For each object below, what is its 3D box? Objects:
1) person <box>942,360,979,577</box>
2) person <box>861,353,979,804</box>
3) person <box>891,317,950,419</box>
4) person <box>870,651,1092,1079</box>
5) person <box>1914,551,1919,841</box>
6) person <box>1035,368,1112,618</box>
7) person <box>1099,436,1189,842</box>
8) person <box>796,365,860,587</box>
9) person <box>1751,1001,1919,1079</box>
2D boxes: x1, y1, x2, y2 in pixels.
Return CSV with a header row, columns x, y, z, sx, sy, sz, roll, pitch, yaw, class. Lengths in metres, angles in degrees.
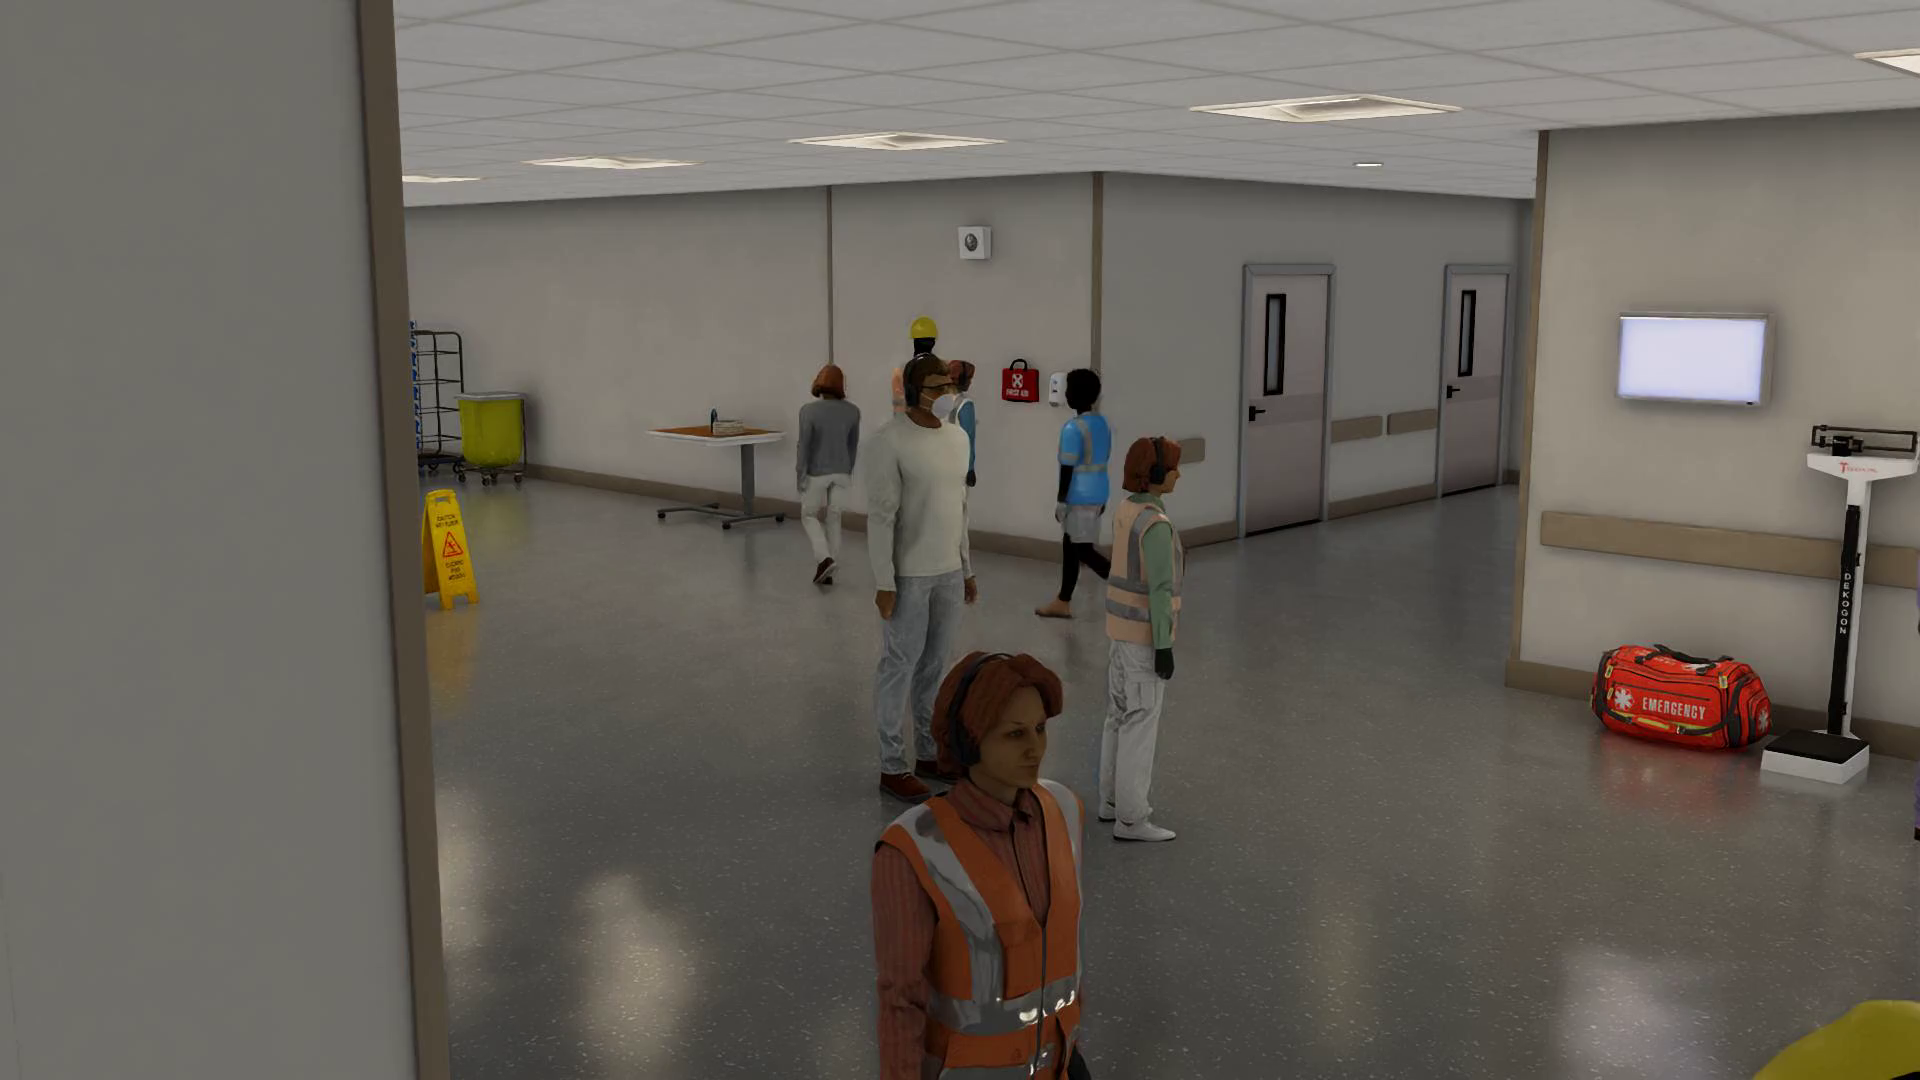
x,y,z,sx,sy,sz,roll,pitch,yaw,class
-0.049,-0.526,12.412,0.324,1.630,0.502,-5,11,-28,person
-0.157,0.155,7.274,0.370,1.940,0.627,8,12,39,person
-0.273,-0.774,13.003,0.586,1.928,0.364,-5,10,-27,person
0.047,1.001,2.995,0.312,1.642,0.512,9,13,43,person
4.079,0.303,6.498,0.399,1.903,0.650,-6,11,-31,person
0.851,-0.270,10.709,0.782,1.669,0.537,5,10,28,person
0.744,0.398,6.724,0.314,1.632,0.517,-2,9,-10,person
-0.948,-0.456,12.024,0.520,1.612,0.405,-5,10,-28,person
0.596,1.210,1.151,0.587,1.826,0.404,2,9,12,person
